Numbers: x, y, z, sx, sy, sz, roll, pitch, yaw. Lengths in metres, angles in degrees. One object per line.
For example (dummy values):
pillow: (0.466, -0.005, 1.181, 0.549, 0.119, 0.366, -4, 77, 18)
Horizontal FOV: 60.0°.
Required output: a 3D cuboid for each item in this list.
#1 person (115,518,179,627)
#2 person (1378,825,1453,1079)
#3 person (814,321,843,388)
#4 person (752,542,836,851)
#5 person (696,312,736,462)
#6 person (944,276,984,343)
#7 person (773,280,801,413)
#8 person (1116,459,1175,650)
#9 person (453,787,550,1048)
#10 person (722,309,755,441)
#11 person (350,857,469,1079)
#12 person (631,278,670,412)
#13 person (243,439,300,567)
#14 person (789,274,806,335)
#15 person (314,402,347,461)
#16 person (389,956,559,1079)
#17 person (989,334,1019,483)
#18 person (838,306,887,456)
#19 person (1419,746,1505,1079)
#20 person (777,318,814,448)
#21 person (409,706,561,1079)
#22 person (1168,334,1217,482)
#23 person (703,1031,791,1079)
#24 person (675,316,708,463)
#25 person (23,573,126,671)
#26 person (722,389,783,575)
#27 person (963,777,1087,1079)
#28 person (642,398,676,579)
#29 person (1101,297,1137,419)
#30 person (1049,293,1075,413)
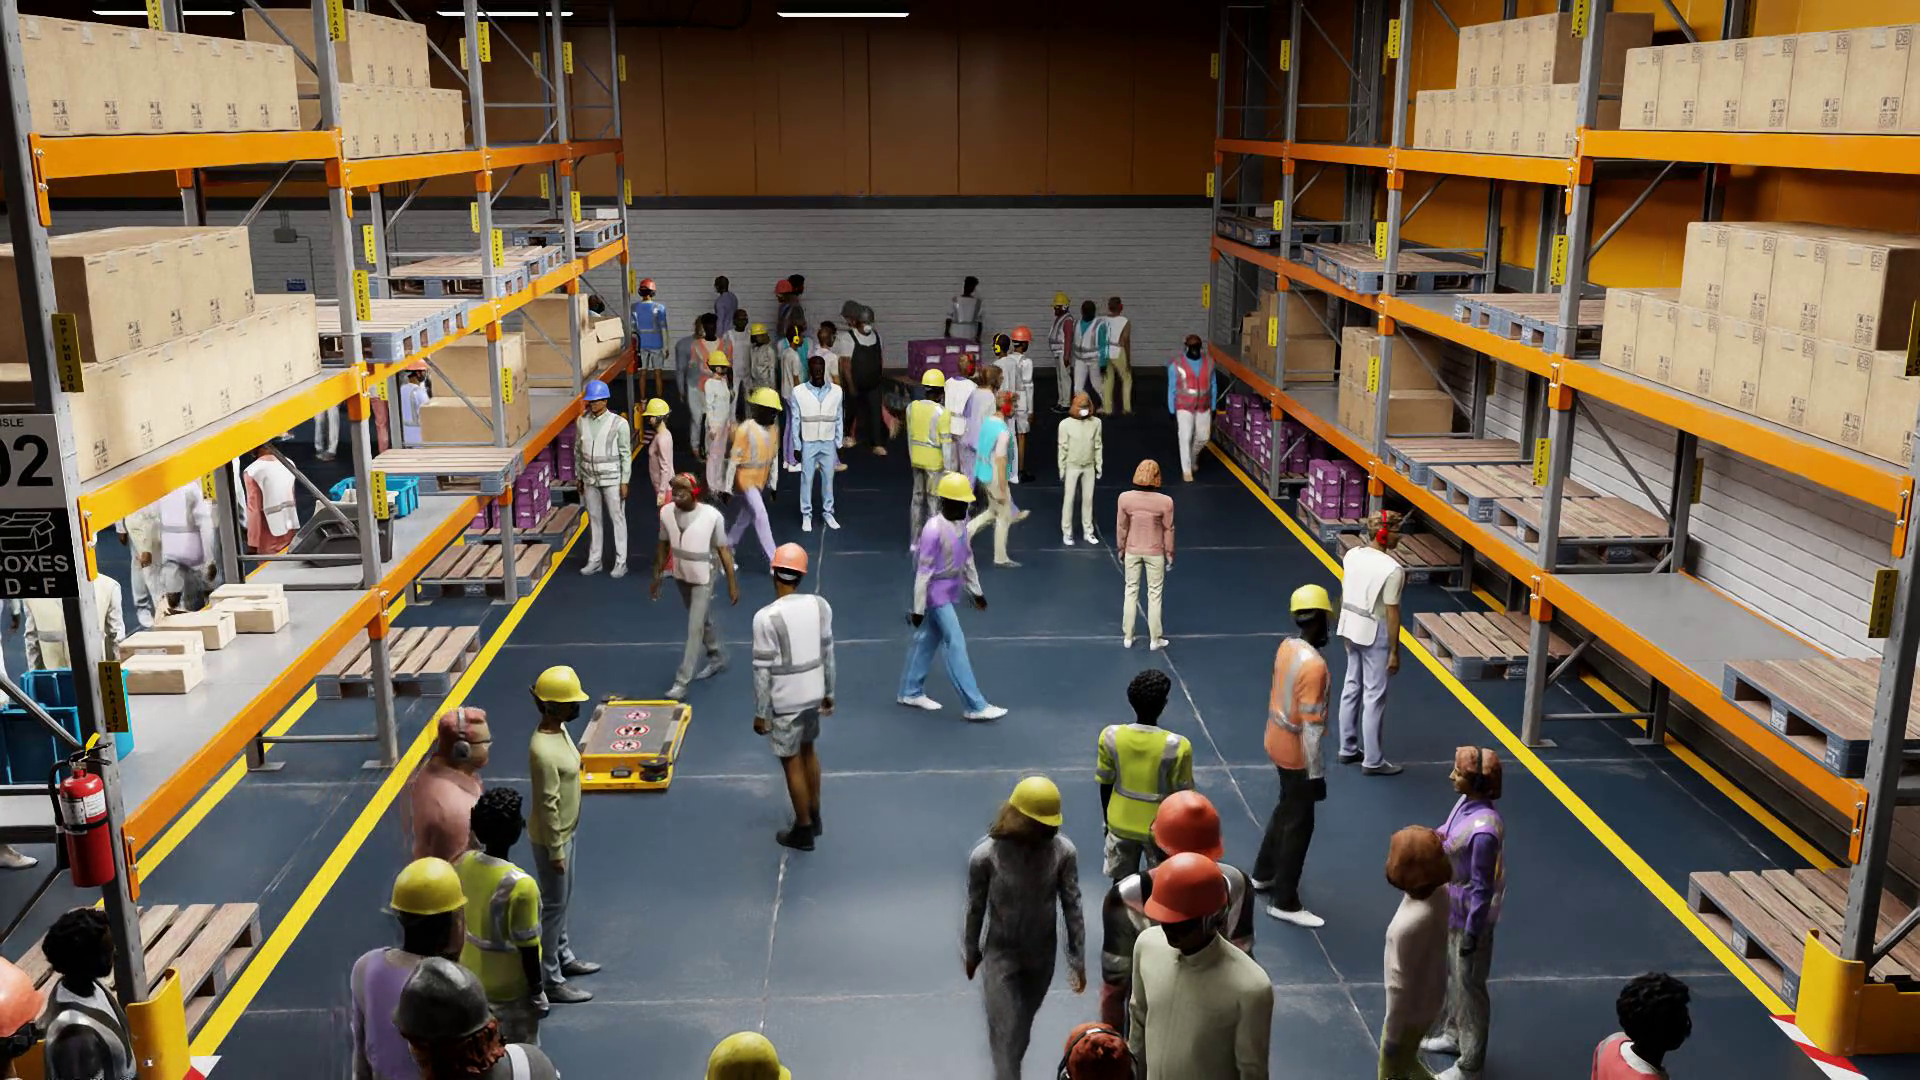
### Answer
person: (-7.210, -0.190, 14.737, 0.401, 1.908, 0.598, 9, 17, 33)
person: (1.892, 1.946, 6.897, 0.434, 1.621, 0.514, 9, 17, 32)
person: (-1.823, -2.197, 23.053, 0.569, 1.675, 0.367, -10, 17, -34)
person: (-1.021, 0.964, 10.212, 0.420, 1.907, 0.578, 13, 19, 42)
person: (-3.237, -1.992, 21.688, 0.613, 1.963, 0.362, -5, 15, -18)
person: (0.065, -3.313, 26.970, 0.658, 1.926, 0.489, -2, 14, -7)
person: (-2.719, -2.928, 25.253, 0.871, 2.012, 0.634, -7, 16, -25)
person: (1.567, 0.124, 14.043, 0.507, 1.633, 0.277, 6, 15, 22)
person: (-1.943, 1.867, 7.090, 0.534, 1.694, 0.320, 13, 19, 41)
person: (-3.051, -2.297, 23.149, 0.505, 1.839, 0.338, -7, 16, -25)
person: (-1.955, 2.070, 5.890, 0.601, 1.896, 0.821, 9, 17, 32)
person: (-4.720, -2.957, 25.324, 0.608, 2.043, 0.374, 2, 14, 8)
person: (-5.859, -0.058, 14.222, 0.403, 1.908, 0.597, 3, 15, 11)
person: (-2.664, -3.323, 26.929, 0.368, 1.958, 0.599, -3, 15, -13)
person: (-8.286, -1.945, 21.783, 0.632, 1.853, 0.476, -2, 14, -9)
person: (-1.537, 2.204, 5.066, 0.539, 2.000, 0.688, 6, 15, 22)
person: (0.529, -1.590, 20.329, 0.510, 1.860, 0.333, -11, 18, -37)
person: (-1.330, -2.182, 22.285, 0.673, 2.000, 0.903, -7, 16, -26)
person: (2.356, 1.732, 7.718, 0.307, 1.640, 0.518, 2, 14, 7)
person: (-2.190, -2.108, 22.495, 0.509, 1.785, 0.923, -5, 15, -20)
person: (-2.194, 1.649, 7.577, 0.773, 1.878, 0.675, -7, 16, -26)
person: (2.871, -1.649, 20.620, 0.641, 1.825, 0.494, -3, 15, -10)
person: (-0.667, 2.332, 5.183, 0.322, 1.737, 0.489, -3, 15, -12)
person: (-3.333, -1.942, 21.599, 0.658, 1.913, 0.585, -7, 16, -25)
person: (-5.620, 0.850, 10.623, 0.593, 1.922, 0.391, -3, 15, -10)
person: (-2.053, -0.572, 16.352, 0.968, 1.860, 0.627, 7, 16, 25)
person: (0.292, 1.824, 7.267, 0.500, 1.681, 0.924, -4, 15, -16)
person: (-2.915, -0.507, 16.260, 0.312, 1.768, 0.522, -3, 15, -12)
person: (2.382, -2.724, 24.857, 0.597, 1.815, 0.642, 12, 19, 40)
person: (1.558, -2.854, 25.363, 0.403, 1.825, 0.591, -3, 15, -11)
